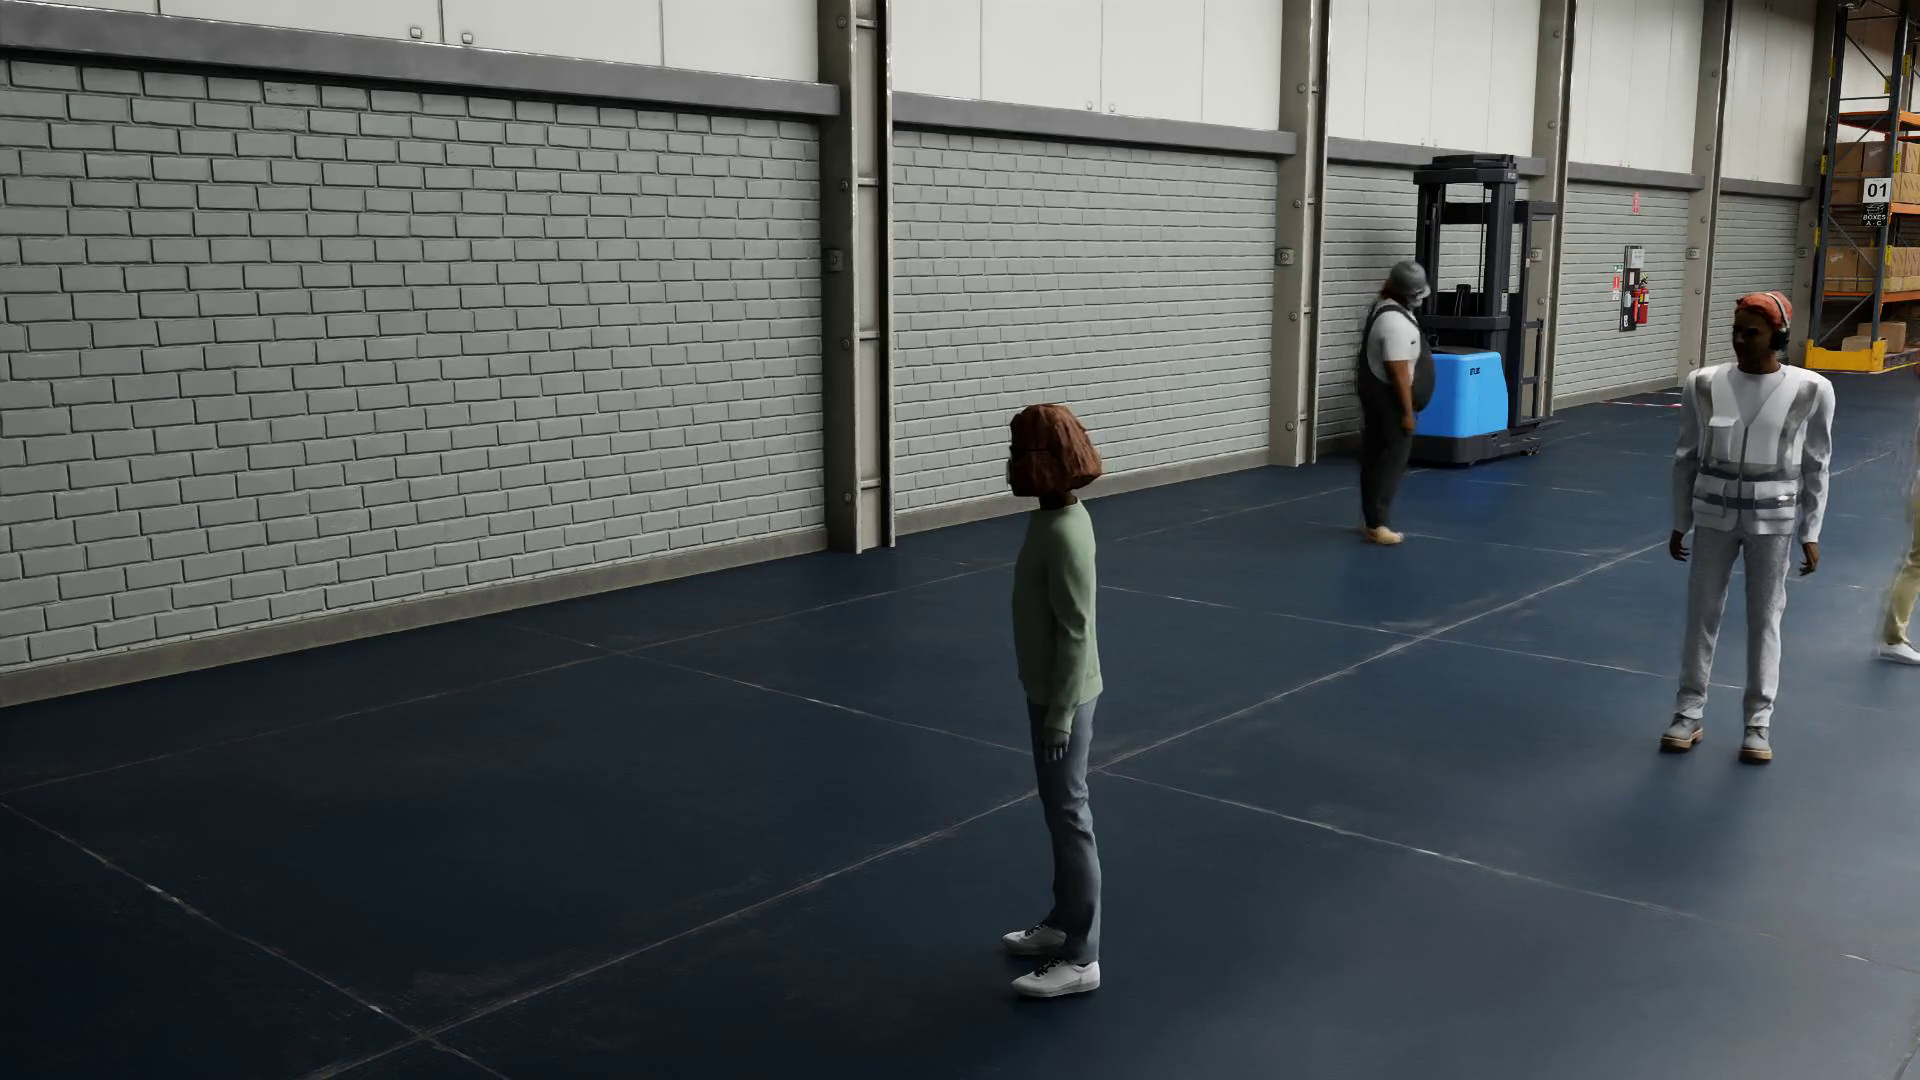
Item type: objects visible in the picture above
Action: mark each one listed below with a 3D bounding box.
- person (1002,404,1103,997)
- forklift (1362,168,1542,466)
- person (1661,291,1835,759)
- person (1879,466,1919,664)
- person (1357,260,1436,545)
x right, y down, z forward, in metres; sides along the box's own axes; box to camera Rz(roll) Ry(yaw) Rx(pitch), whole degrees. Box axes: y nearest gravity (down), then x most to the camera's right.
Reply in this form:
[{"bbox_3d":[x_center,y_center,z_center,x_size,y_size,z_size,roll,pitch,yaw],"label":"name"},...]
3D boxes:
[{"bbox_3d":[0.257,0.440,4.614,0.267,1.632,0.507,0,10,-2],"label":"person"},{"bbox_3d":[4.875,-2.212,16.287,1.129,2.768,1.873,8,13,40],"label":"forklift"},{"bbox_3d":[3.175,-0.057,6.732,0.575,1.883,0.362,7,12,34],"label":"person"},{"bbox_3d":[4.911,-0.171,8.154,0.643,1.611,0.544,8,13,38],"label":"person"},{"bbox_3d":[3.080,-1.000,11.772,0.534,2.000,0.818,0,10,3],"label":"person"}]
